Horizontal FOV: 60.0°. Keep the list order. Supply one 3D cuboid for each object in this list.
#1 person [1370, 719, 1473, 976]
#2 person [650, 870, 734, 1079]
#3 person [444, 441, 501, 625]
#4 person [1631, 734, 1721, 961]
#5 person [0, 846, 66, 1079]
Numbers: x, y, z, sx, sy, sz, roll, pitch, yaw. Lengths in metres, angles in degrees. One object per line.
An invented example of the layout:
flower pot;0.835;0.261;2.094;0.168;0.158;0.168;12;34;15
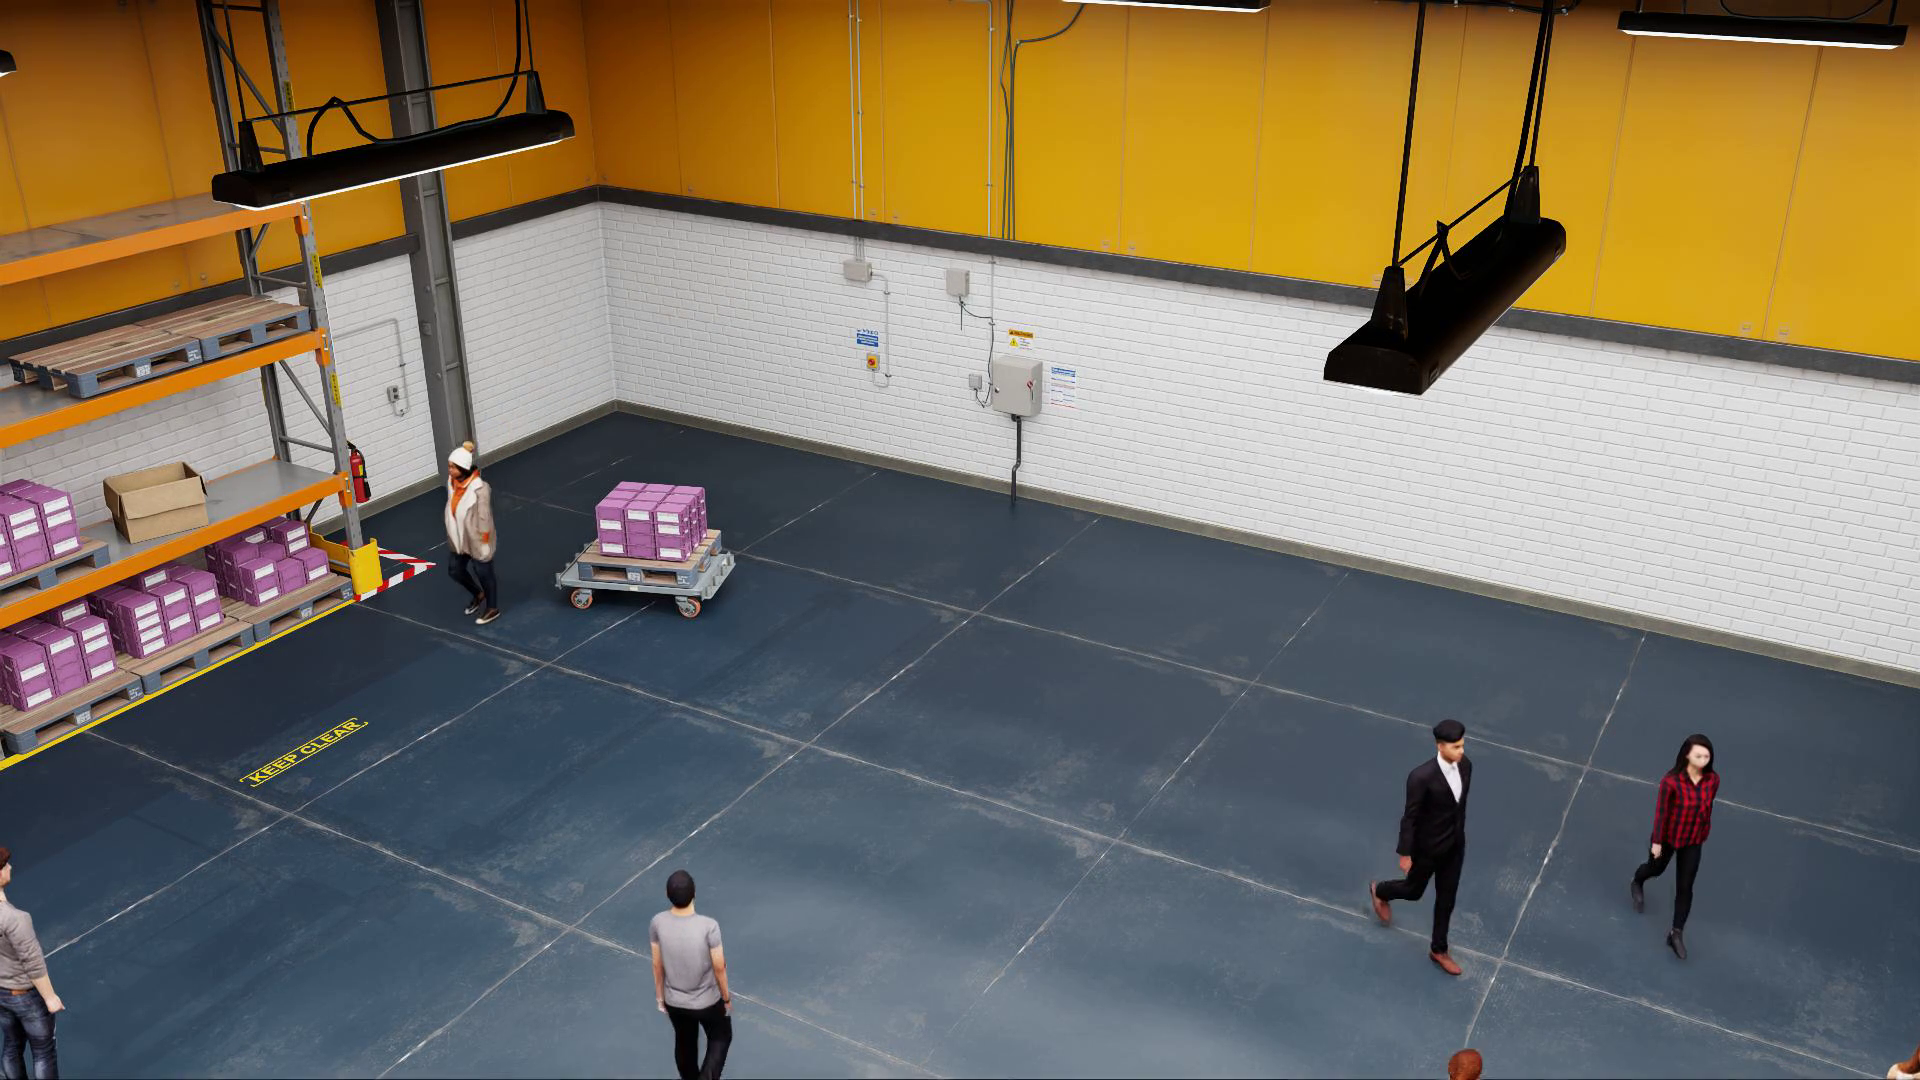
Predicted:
person;3.237;2.046;11.539;1.195;1.859;1.155;-12;26;-25
person;-1.621;2.788;9.985;0.783;1.744;0.952;5;24;11
person;-4.741;-0.097;16.412;0.688;1.884;0.651;12;26;25
person;5.032;2.070;11.782;0.983;1.621;1.137;-2;24;-4
person;-5.674;2.698;9.994;0.725;1.903;0.596;9;25;20
